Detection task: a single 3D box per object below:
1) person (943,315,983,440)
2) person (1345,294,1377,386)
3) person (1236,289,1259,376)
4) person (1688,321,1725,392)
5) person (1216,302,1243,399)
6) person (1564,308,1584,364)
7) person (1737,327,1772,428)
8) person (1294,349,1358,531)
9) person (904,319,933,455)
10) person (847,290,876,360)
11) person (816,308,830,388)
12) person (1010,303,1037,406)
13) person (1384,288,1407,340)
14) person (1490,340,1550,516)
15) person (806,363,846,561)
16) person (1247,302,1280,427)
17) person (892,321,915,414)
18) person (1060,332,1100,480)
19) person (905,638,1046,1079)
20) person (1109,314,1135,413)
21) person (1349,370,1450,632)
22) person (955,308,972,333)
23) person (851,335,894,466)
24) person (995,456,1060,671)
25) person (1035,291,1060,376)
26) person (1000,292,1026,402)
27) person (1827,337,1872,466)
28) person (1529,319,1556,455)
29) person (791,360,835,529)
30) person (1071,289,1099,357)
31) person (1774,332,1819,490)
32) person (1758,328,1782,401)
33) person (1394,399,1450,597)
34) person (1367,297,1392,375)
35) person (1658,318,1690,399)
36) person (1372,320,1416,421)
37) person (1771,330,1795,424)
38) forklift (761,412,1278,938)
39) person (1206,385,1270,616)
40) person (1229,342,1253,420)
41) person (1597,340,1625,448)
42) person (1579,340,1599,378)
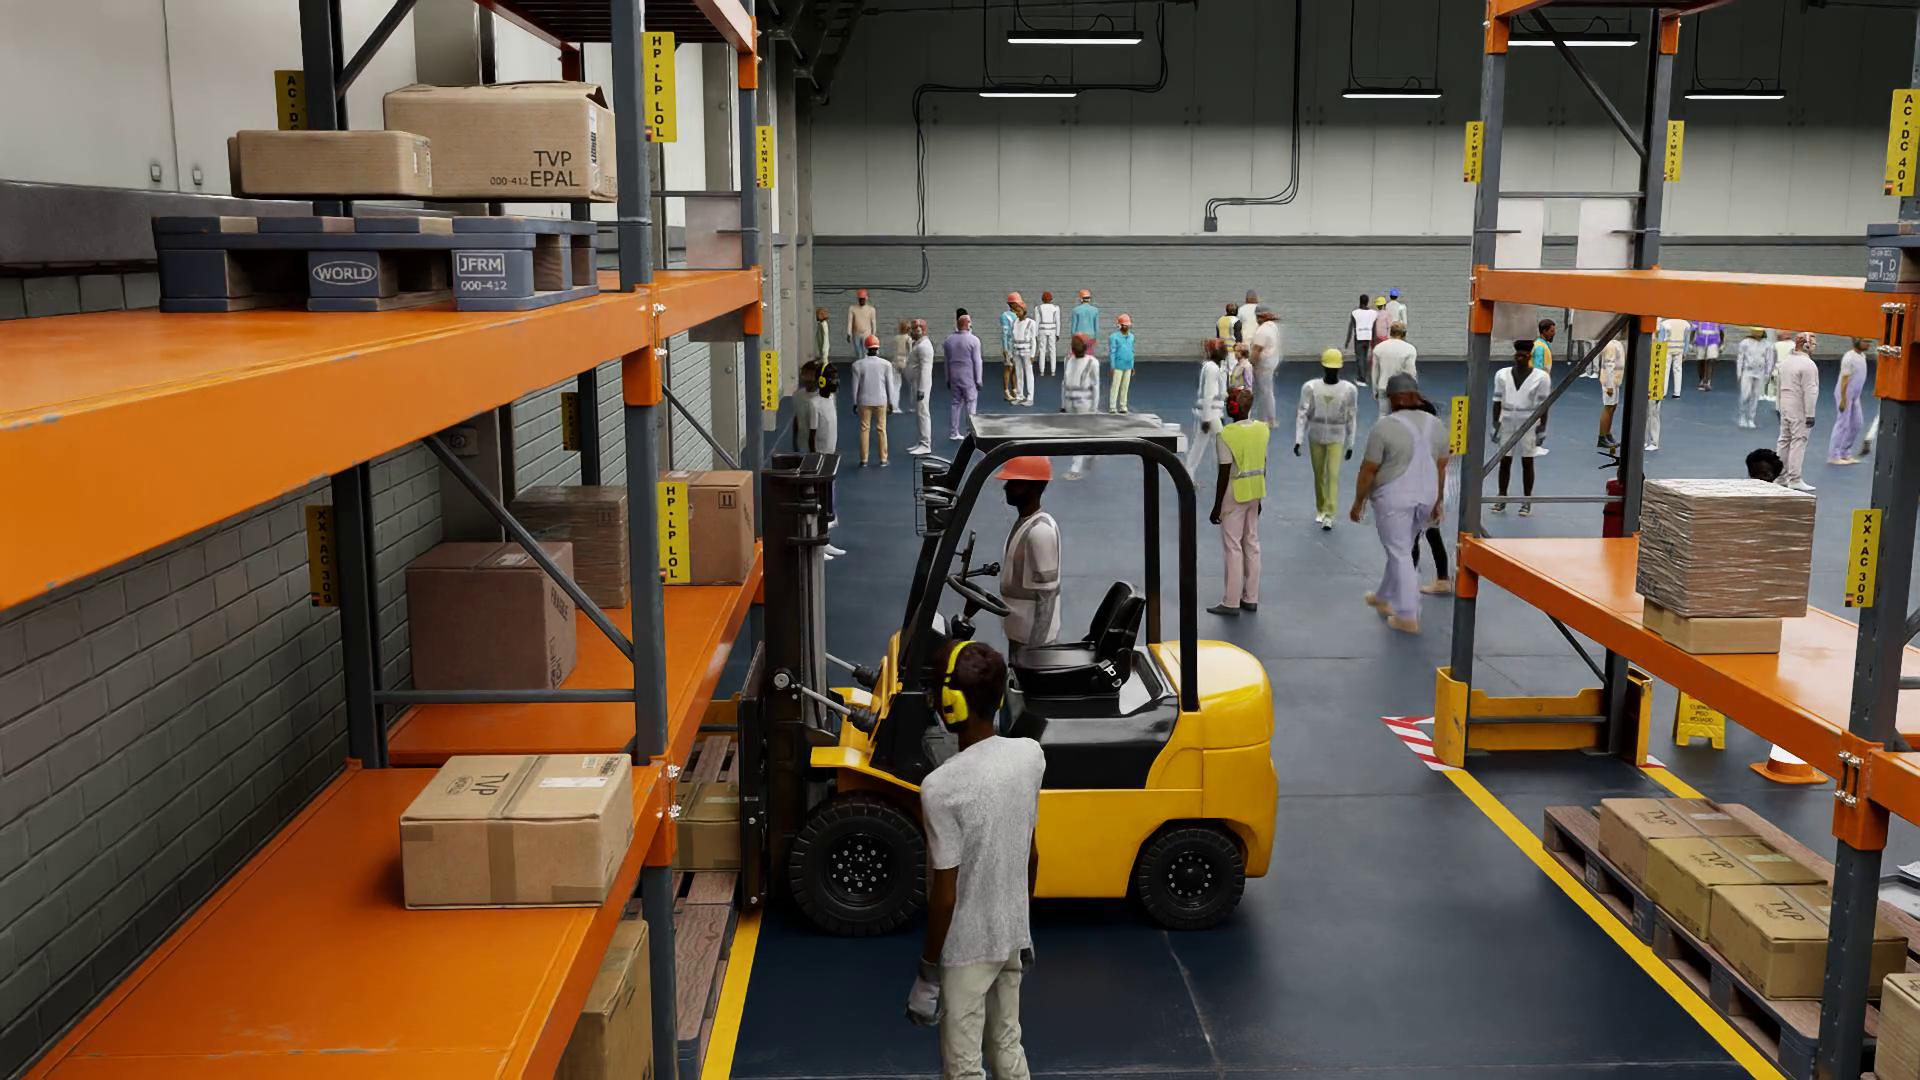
[{"bbox_3d":[0.064,-2.424,24.979,0.652,1.899,0.400,7,13,36],"label":"person"},{"bbox_3d":[8.381,-4.174,34.723,0.608,1.914,0.506,-3,11,-19],"label":"person"},{"bbox_3d":[6.078,-4.309,35.063,0.700,2.000,0.999,-2,10,-12],"label":"person"},{"bbox_3d":[14.956,-3.937,33.334,0.647,1.907,0.991,5,12,28],"label":"person"},{"bbox_3d":[5.140,-3.574,31.524,0.429,1.845,0.621,-7,12,-33],"label":"person"},{"bbox_3d":[15.025,-5.228,40.532,0.590,1.916,0.394,6,12,29],"label":"person"},{"bbox_3d":[12.758,-2.654,26.687,0.506,1.727,0.454,1,10,5],"label":"person"},{"bbox_3d":[3.840,-1.061,17.432,0.606,1.877,0.985,3,11,18],"label":"person"},{"bbox_3d":[-0.583,-2.161,23.470,0.407,1.906,0.654,-1,10,-4],"label":"person"},{"bbox_3d":[-2.155,-4.524,36.537,0.613,1.953,1.008,1,10,5],"label":"person"},{"bbox_3d":[-2.800,-3.904,33.943,0.270,1.632,0.504,-2,10,-10],"label":"person"},{"bbox_3d":[1.144,-3.398,30.466,0.581,1.880,0.366,9,13,40],"label":"person"},{"bbox_3d":[9.748,-4.697,37.482,0.614,1.947,0.388,2,10,14],"label":"person"},{"bbox_3d":[6.127,-1.245,18.228,0.609,1.963,0.366,7,12,35],"label":"person"},{"bbox_3d":[-1.283,-0.739,15.695,0.327,1.861,0.510,3,11,17],"label":"person"},{"bbox_3d":[4.804,-2.850,26.936,0.827,2.000,0.697,4,11,23],"label":"person"},{"bbox_3d":[-0.899,-3.013,29.037,0.533,1.604,0.772,10,14,44],"label":"person"},{"bbox_3d":[1.535,-1.699,21.003,0.625,1.870,0.591,-9,13,-40],"label":"person"},{"bbox_3d":[0.039,1.199,4.875,0.328,1.865,0.508,8,13,38],"label":"person"},{"bbox_3d":[2.799,-2.993,28.534,0.571,1.749,0.343,-8,13,-39],"label":"person"},{"bbox_3d":[3.359,-0.350,13.009,0.701,2.000,0.958,-5,11,-25],"label":"person"},{"bbox_3d":[0.061,-3.703,32.675,0.319,1.693,0.537,5,11,26],"label":"person"},{"bbox_3d":[-1.162,-1.854,22.183,0.572,1.753,0.325,0,10,-1],"label":"person"},{"bbox_3d":[0.345,0.466,8.735,0.342,1.942,0.552,-2,10,-10],"label":"person"},{"bbox_3d":[1.946,-4.609,37.174,0.574,1.885,0.355,-1,10,-4],"label":"person"},{"bbox_3d":[1.022,-3.625,31.251,0.375,2.043,0.610,8,13,39],"label":"person"},{"bbox_3d":[11.898,-1.883,22.204,0.531,1.822,0.422,-8,13,-39],"label":"person"},{"bbox_3d":[8.147,-2.154,23.434,0.380,1.910,0.592,4,11,21],"label":"person"},{"bbox_3d":[-1.497,-0.936,16.969,0.529,1.803,0.955,3,11,16],"label":"person"},{"bbox_3d":[2.624,-4.278,35.065,0.608,1.987,0.403,-3,11,-18],"label":"person"},{"bbox_3d":[10.148,-1.558,20.113,0.408,1.906,0.653,-1,10,-5],"label":"person"},{"bbox_3d":[15.291,-3.542,31.301,0.345,1.860,0.516,-3,11,-14],"label":"person"},{"bbox_3d":[3.844,-0.351,14.038,0.705,1.668,0.543,1,10,5],"label":"person"},{"bbox_3d":[9.419,-4.580,37.351,0.523,1.765,0.316,7,12,32],"label":"person"},{"bbox_3d":[13.528,-3.575,31.598,0.586,1.824,0.404,-1,10,-4],"label":"person"},{"bbox_3d":[5.891,-2.015,22.606,0.641,1.931,0.374,10,14,44],"label":"person"},{"bbox_3d":[13.477,-2.685,27.207,0.446,1.617,0.515,-8,13,-39],"label":"person"},{"bbox_3d":[0.291,0.548,7.580,2.313,2.155,1.214,0,10,-2],"label":"forklift"},{"bbox_3d":[2.244,-0.312,13.329,0.566,1.849,0.387,-9,13,-41],"label":"person"},{"bbox_3d":[3.804,-1.857,22.527,0.307,1.637,0.524,-2,10,-10],"label":"person"},{"bbox_3d":[9.514,-2.293,24.167,0.392,1.927,0.547,6,12,31],"label":"person"},{"bbox_3d":[13.888,-4.432,36.636,0.384,1.732,0.496,-3,11,-18],"label":"person"}]
